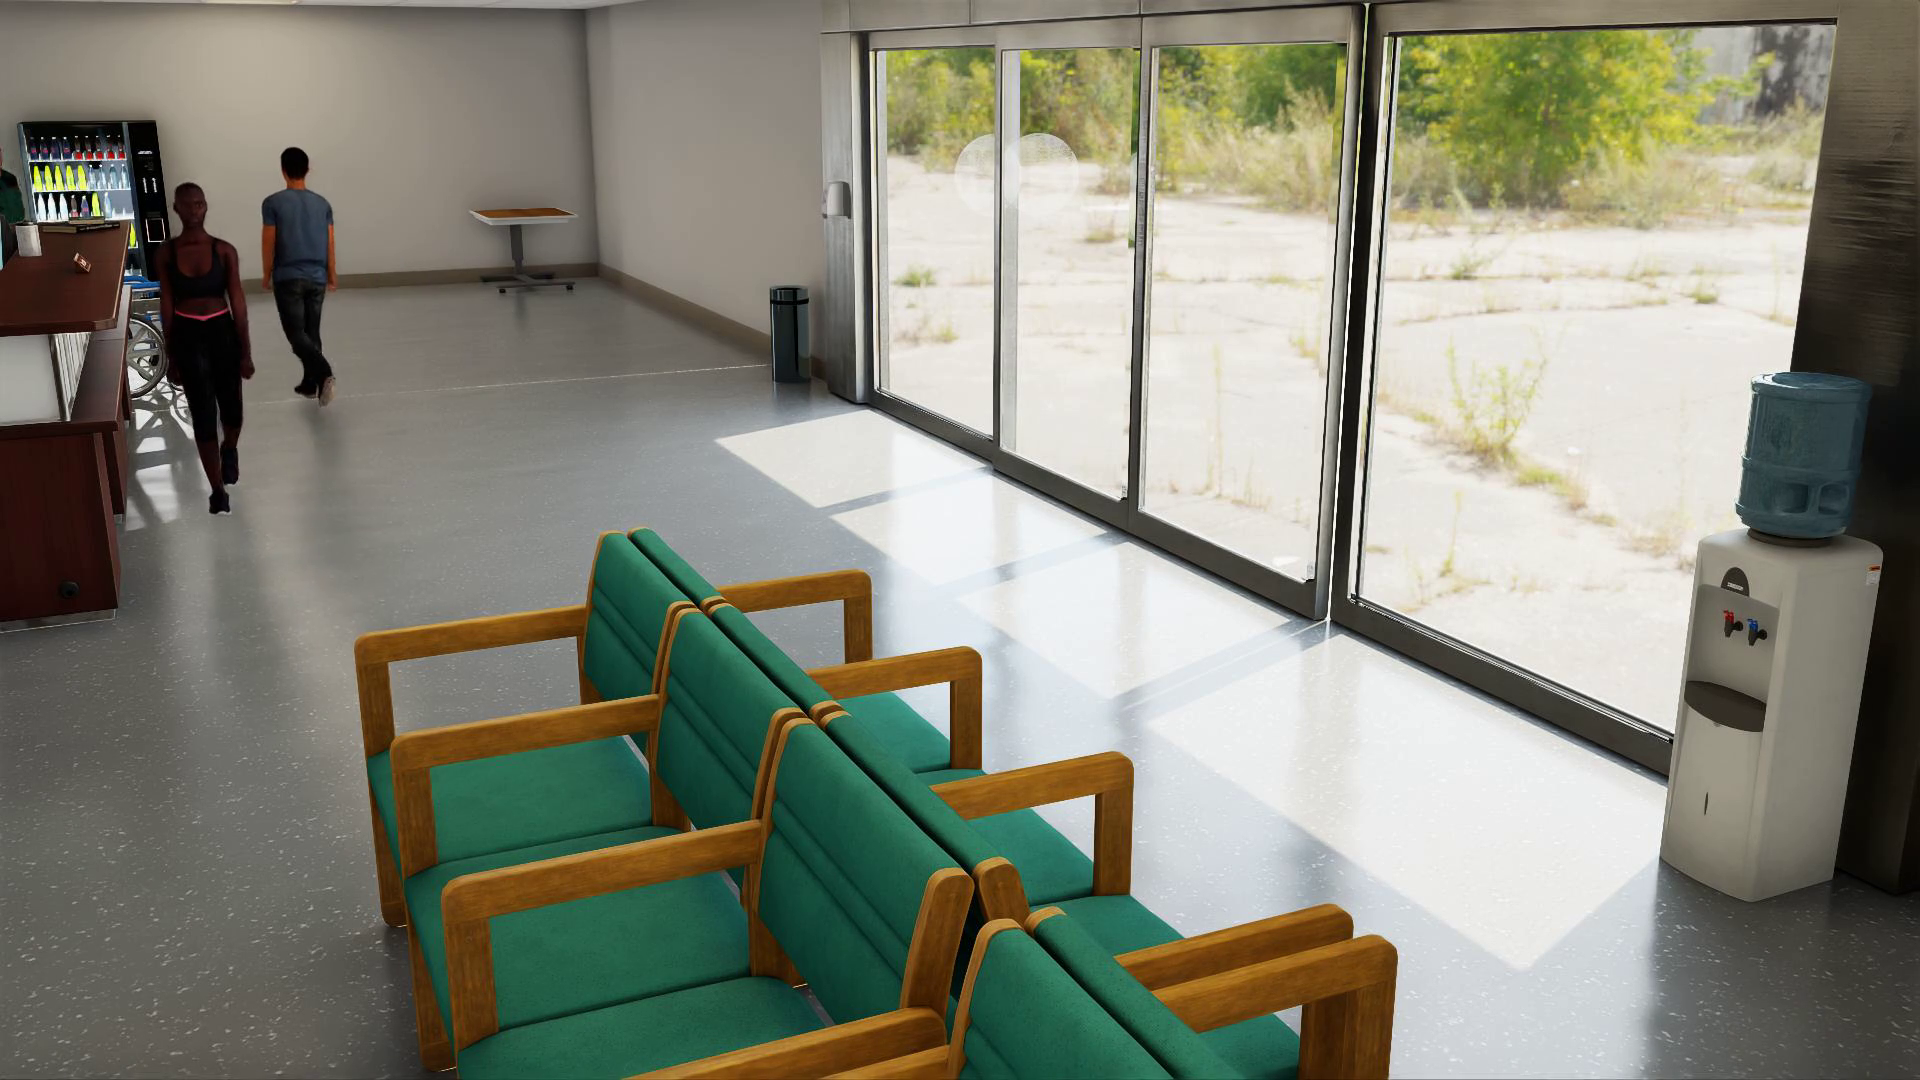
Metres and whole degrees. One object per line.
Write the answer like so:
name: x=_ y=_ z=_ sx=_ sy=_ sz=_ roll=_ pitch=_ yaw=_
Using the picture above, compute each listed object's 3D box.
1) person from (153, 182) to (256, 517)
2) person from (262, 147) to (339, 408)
person: x=-4.069 y=-1.037 z=9.026 sx=1.066 sy=1.726 sz=0.649 roll=-8 pitch=17 yaw=-25
person: x=-4.609 y=-1.819 z=11.688 sx=0.976 sy=1.787 sz=1.109 roll=14 pitch=21 yaw=42
